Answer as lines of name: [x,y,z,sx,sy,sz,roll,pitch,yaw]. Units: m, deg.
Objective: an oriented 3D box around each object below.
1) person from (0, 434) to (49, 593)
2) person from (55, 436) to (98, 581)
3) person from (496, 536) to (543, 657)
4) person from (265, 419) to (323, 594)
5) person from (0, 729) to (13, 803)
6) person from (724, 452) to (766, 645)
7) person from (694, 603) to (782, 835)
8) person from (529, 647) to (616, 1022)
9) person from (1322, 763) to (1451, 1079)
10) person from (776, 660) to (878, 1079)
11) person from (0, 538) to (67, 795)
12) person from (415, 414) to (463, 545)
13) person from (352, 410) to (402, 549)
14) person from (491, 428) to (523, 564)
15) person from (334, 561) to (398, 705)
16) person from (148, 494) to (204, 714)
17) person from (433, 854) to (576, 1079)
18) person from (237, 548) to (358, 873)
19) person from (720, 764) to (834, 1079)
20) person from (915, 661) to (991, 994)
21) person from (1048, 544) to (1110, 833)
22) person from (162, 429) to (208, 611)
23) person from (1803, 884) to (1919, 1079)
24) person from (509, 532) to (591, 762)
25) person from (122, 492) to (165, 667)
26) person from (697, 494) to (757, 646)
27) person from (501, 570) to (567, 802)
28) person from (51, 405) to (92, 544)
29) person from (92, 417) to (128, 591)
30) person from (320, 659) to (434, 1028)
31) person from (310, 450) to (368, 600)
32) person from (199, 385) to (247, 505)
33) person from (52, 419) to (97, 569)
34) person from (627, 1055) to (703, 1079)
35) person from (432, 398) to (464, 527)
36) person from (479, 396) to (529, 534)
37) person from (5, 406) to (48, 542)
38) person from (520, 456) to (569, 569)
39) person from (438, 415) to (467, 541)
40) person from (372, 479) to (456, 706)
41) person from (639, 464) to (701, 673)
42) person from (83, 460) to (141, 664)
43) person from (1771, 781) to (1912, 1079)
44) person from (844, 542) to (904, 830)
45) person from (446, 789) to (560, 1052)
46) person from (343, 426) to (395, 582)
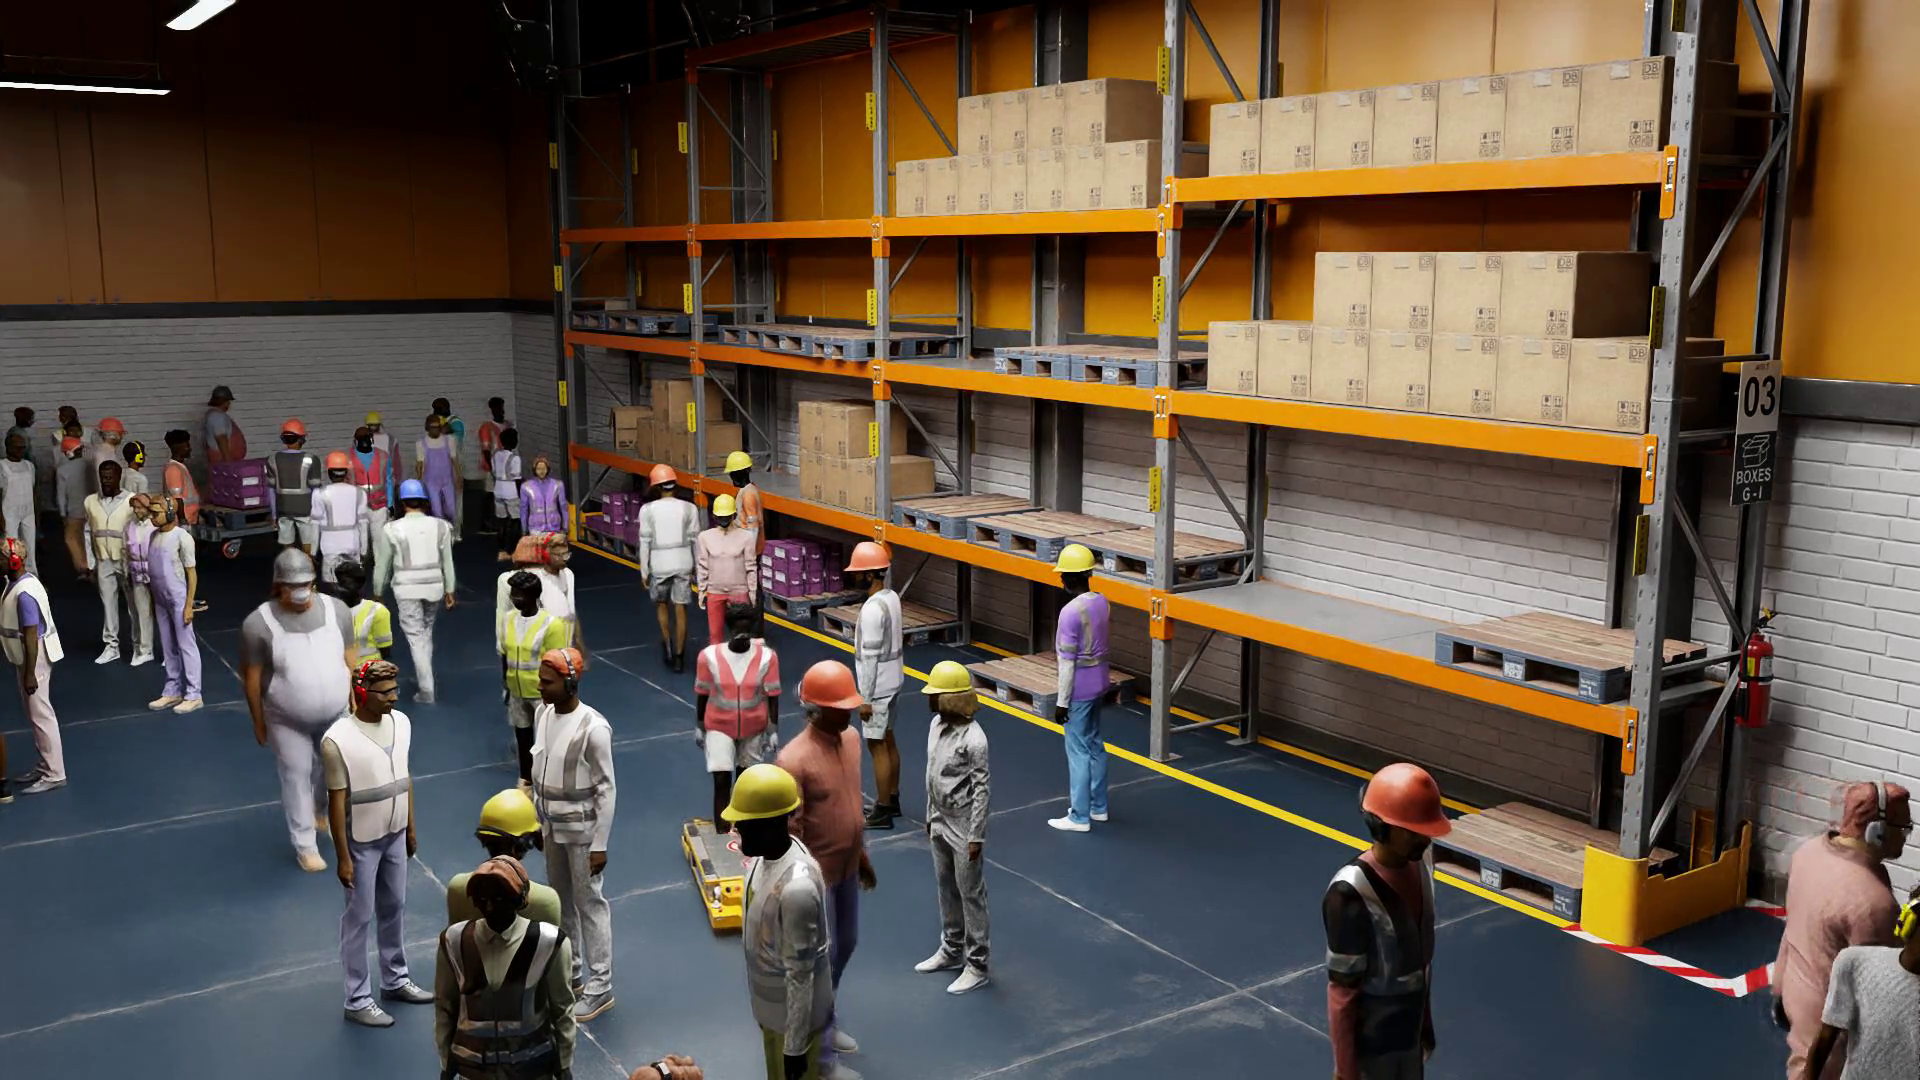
person: [-10.544,-0.274,18.632,0.349,1.839,0.505,4,11,24]
person: [-10.234,-0.352,19.397,0.524,1.724,0.624,8,13,41]
person: [-3.404,0.764,13.172,0.538,1.611,0.572,-4,10,-20]
person: [-7.285,-0.313,18.299,0.601,2.036,0.406,0,10,0]
person: [-6.767,0.906,11.326,0.366,1.960,0.614,-1,10,-3]
person: [-2.097,0.088,16.266,0.392,1.916,0.588,-2,10,-11]
person: [-1.377,1.212,10.415,0.542,1.649,0.857,-2,10,-14]
person: [-1.951,1.458,8.321,0.590,1.881,0.352,9,13,42]
person: [1.551,1.779,6.018,0.403,2.030,0.612,9,13,43]
person: [-0.611,1.520,7.698,0.500,1.983,0.637,5,11,26]
person: [-6.618,0.882,11.860,0.393,1.836,0.561,-7,12,-36]
person: [-6.684,-0.725,21.336,0.569,1.813,0.577,-4,11,-24]
person: [-7.579,-0.770,21.594,0.609,1.813,0.428,-7,12,-34]
person: [-5.598,-0.548,20.659,0.535,1.691,0.317,7,12,37]
person: [-4.268,0.978,11.726,0.626,1.690,0.314,1,10,8]
person: [-6.586,0.527,13.896,0.504,1.847,0.345,5,11,27]
person: [-1.671,1.951,6.137,0.513,1.641,0.309,0,10,-3]
person: [-4.101,1.026,10.395,0.698,2.000,0.644,-8,12,-39]
person: [-0.693,1.778,6.356,0.409,1.918,0.585,-3,10,-19]
person: [-0.039,1.476,8.629,0.324,1.742,0.492,-6,11,-31]
person: [0.789,0.979,11.047,0.397,1.919,0.582,5,11,27]
person: [-8.376,-0.217,17.909,0.367,1.967,0.603,-5,11,-26]
person: [3.102,1.975,5.552,0.549,1.800,0.997,8,13,39]
person: [-2.996,0.833,12.167,0.456,1.825,0.561,2,10,12]
person: [-7.514,0.368,15.445,0.523,1.636,0.310,1,10,7]
person: [-2.033,0.465,14.519,0.530,1.759,0.341,0,10,1]
person: [-2.918,1.033,11.378,0.537,1.690,0.322,5,11,25]
person: [-11.713,-0.859,22.026,0.392,1.846,0.564,4,10,22]
person: [-9.689,-0.420,19.043,0.384,1.994,0.625,-2,10,-9]
person: [-2.928,1.489,8.289,0.394,1.836,0.560,4,10,21]
person: [-6.086,0.068,16.402,0.870,1.914,0.544,9,13,43]
person: [-10.395,-1.177,23.330,0.749,2.000,0.692,-4,11,-23]
person: [-10.691,-0.547,20.237,0.517,1.836,0.880,-9,13,-44]
person: [-0.804,2.215,4.595,0.308,1.640,0.511,-7,12,-37]
person: [-7.245,-1.093,23.459,0.637,1.833,0.429,8,12,38]
person: [-6.207,-0.998,22.668,0.781,1.915,0.634,6,11,31]
person: [-12.523,-0.876,22.230,0.433,1.822,0.578,-8,13,-41]
person: [-4.632,-0.146,18.527,0.521,1.609,0.774,-4,10,-23]
person: [-6.975,-0.849,22.392,0.796,1.692,0.523,8,13,39]
person: [-4.717,0.430,14.255,0.851,1.906,0.629,9,13,44]
person: [-2.662,0.247,15.360,0.579,1.901,0.710,-2,10,-12]
person: [-7.889,0.200,15.597,0.587,1.920,0.391,-1,10,-3]
person: [3.418,1.816,6.243,0.913,1.866,0.671,2,10,11]
person: [-0.575,0.967,11.086,0.385,1.929,0.541,2,10,13]
person: [-1.744,1.834,6.492,0.523,1.760,0.335,4,10,22]
person: [-6.900,-0.402,19.363,0.622,1.845,0.429,-5,11,-28]
